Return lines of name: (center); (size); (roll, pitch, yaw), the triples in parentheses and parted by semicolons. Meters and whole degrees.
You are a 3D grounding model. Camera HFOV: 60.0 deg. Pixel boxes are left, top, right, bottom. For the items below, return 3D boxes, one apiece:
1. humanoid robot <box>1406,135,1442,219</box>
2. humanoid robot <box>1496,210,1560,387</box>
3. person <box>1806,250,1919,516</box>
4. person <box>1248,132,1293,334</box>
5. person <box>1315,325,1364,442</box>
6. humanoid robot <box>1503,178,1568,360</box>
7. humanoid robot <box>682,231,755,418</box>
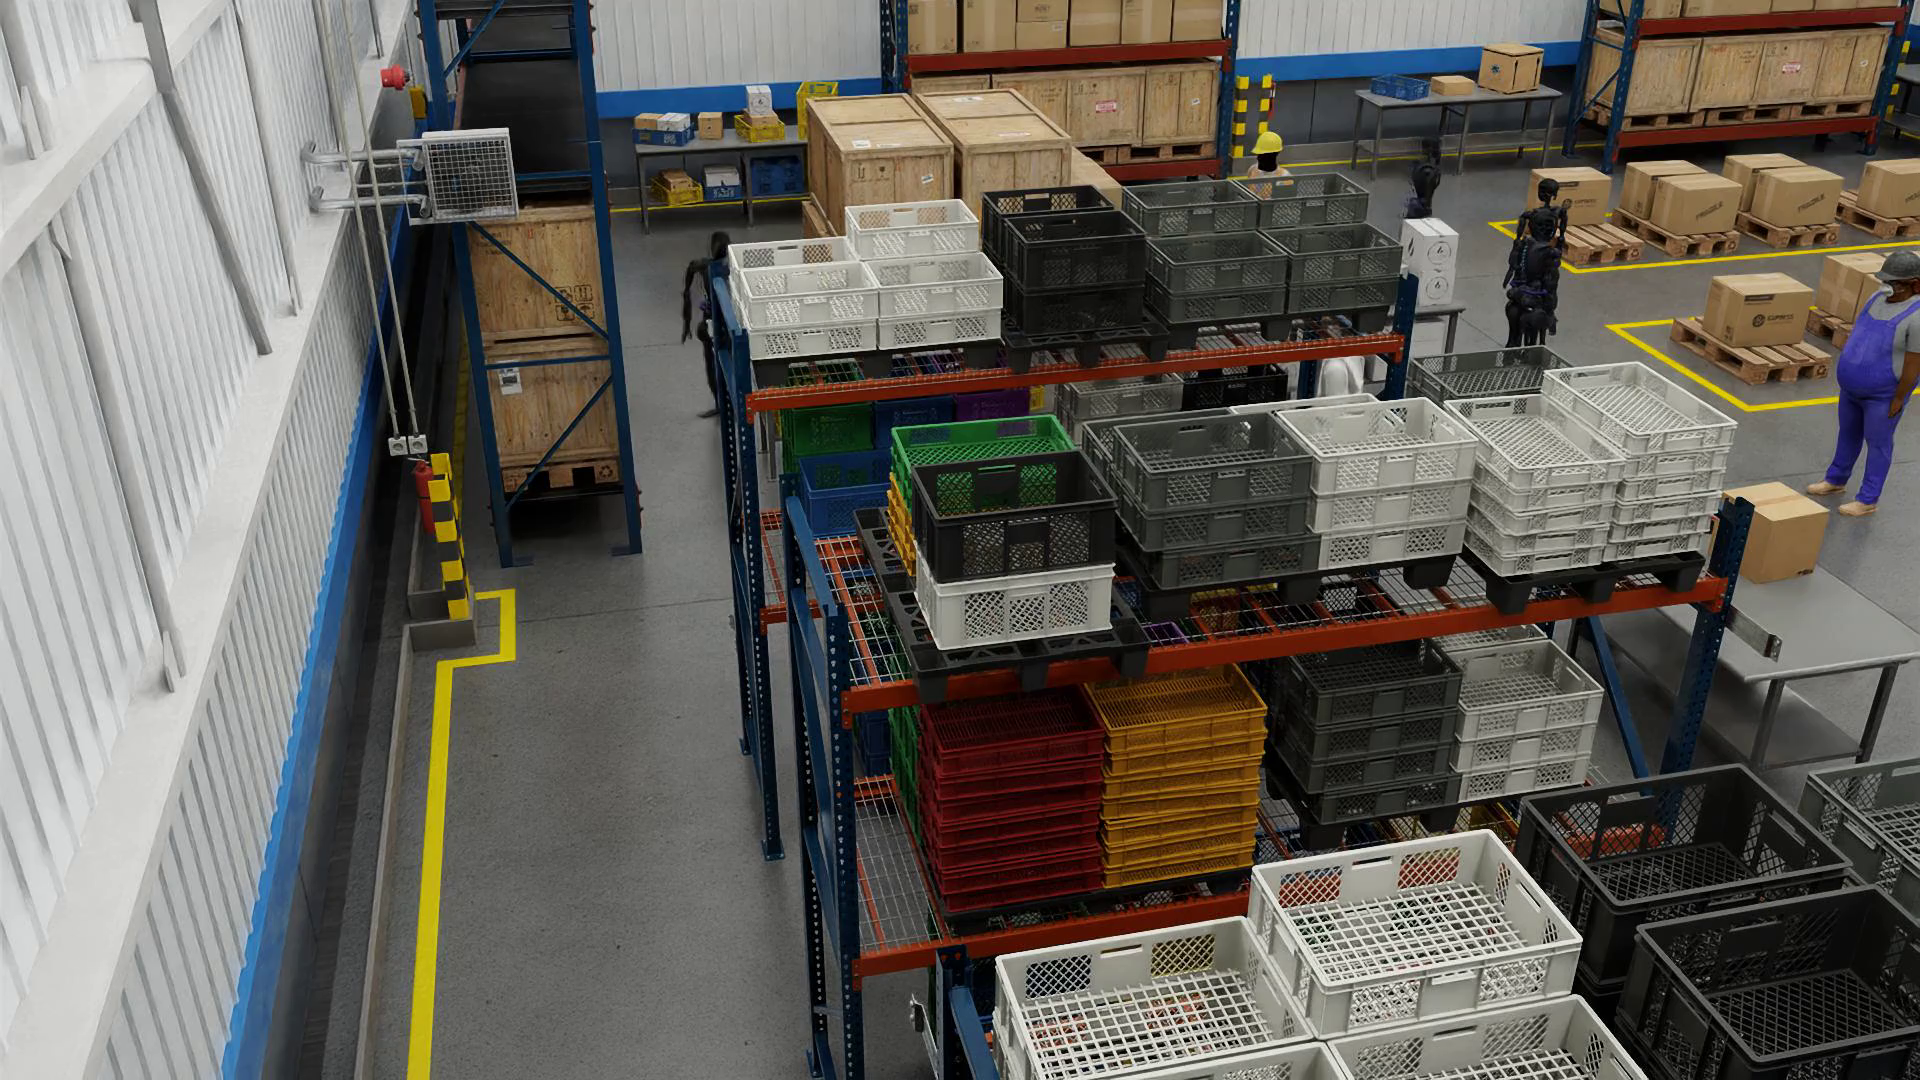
humanoid robot: (4.644, -3.217, 16.656); (0.350, 1.647, 0.605); (9, 29, 17)
humanoid robot: (4.935, -2.034, 14.396); (0.322, 1.658, 0.580); (-9, 29, -17)
person: (6.797, -1.187, 12.401); (0.536, 2.000, 0.675); (-5, 28, -10)
person: (2.889, -2.921, 15.811); (0.385, 1.927, 0.587); (-18, 33, -30)
person: (2.682, -0.788, 11.816); (0.358, 1.882, 0.583); (9, 29, 16)
humanoid robot: (5.297, -2.497, 15.273); (0.567, 1.650, 0.338); (-10, 29, -18)
humanoid robot: (-2.023, -1.797, 13.946); (0.645, 1.637, 0.403); (8, 29, 14)
